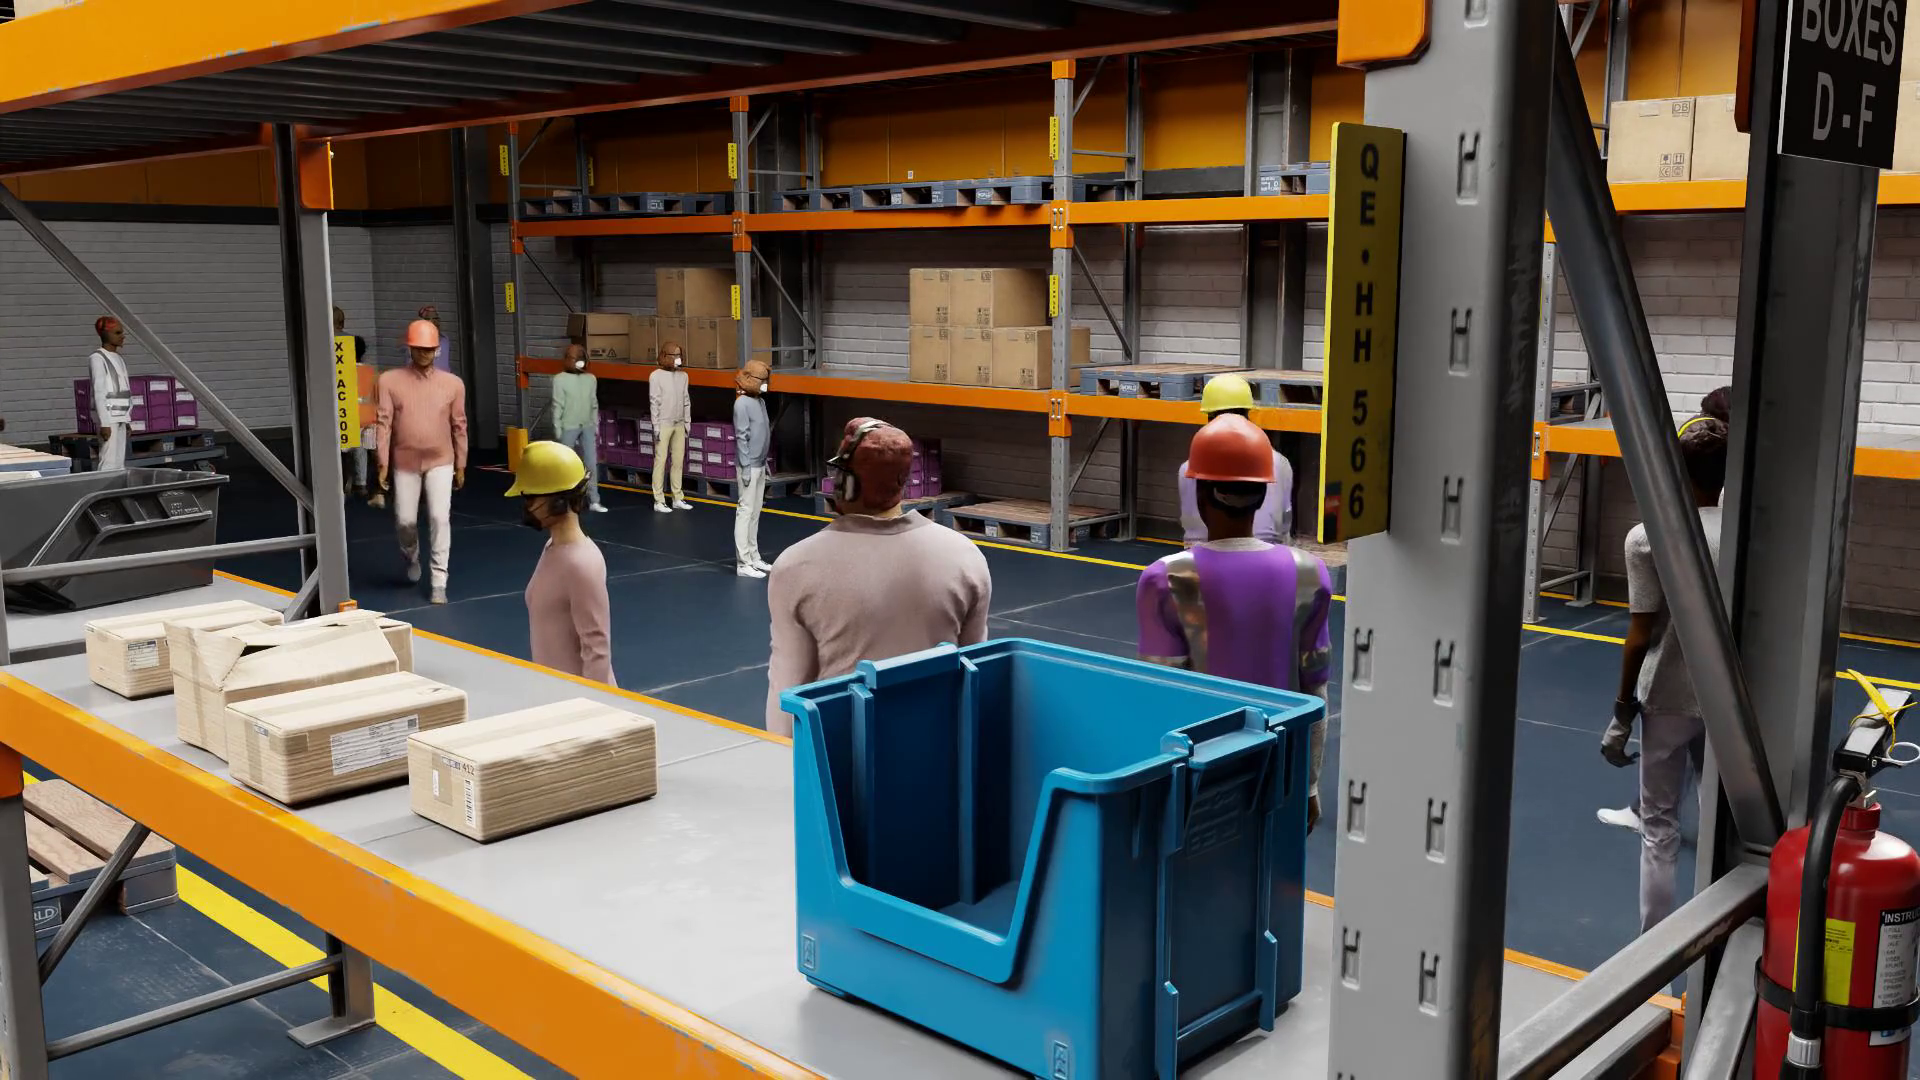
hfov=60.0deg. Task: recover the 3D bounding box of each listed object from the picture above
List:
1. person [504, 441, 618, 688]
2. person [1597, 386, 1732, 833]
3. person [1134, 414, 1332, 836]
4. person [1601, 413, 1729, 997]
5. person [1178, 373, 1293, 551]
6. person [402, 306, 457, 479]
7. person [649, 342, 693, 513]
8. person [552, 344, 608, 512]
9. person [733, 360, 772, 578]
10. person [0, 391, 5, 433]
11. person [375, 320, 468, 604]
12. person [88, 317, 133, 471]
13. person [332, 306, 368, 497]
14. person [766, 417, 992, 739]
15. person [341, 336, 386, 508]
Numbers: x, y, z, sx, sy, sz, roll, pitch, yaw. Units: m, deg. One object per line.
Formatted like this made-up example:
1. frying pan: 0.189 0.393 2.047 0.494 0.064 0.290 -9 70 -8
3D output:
1. person: -1.295 0.553 5.470 0.328 1.765 0.532 -4 10 -26
2. person: 3.034 0.341 6.473 0.601 1.875 0.993 -5 11 -29
3. person: 0.705 0.631 4.460 0.551 1.935 0.375 -2 10 -15
4. person: 2.283 0.542 5.215 0.530 1.869 0.311 -1 9 -5
5. person: 1.242 0.202 7.313 0.594 1.866 1.044 -3 10 -20
6. person: -5.861 -1.641 18.484 0.402 1.905 0.652 5 10 27
7. person: -2.765 -1.079 15.901 0.277 1.629 0.496 7 12 37
8. person: -3.695 -1.078 15.940 0.732 1.611 0.514 9 13 44
9. person: -1.557 -0.542 12.581 0.279 1.633 0.499 2 9 11
10. person: -9.601 -1.189 16.057 0.654 1.789 0.757 -6 11 -31
11. person: -3.780 -0.565 11.703 0.630 1.974 0.795 -4 10 -21
12. person: -7.733 -1.091 15.191 0.358 1.881 0.574 -1 9 -9
13. person: -6.299 -1.403 16.926 0.366 1.938 0.630 3 10 19
14. person: -0.236 0.613 4.645 0.651 1.913 0.410 -4 10 -22
15. person: -5.913 -1.149 16.196 0.769 1.664 0.544 7 11 35
